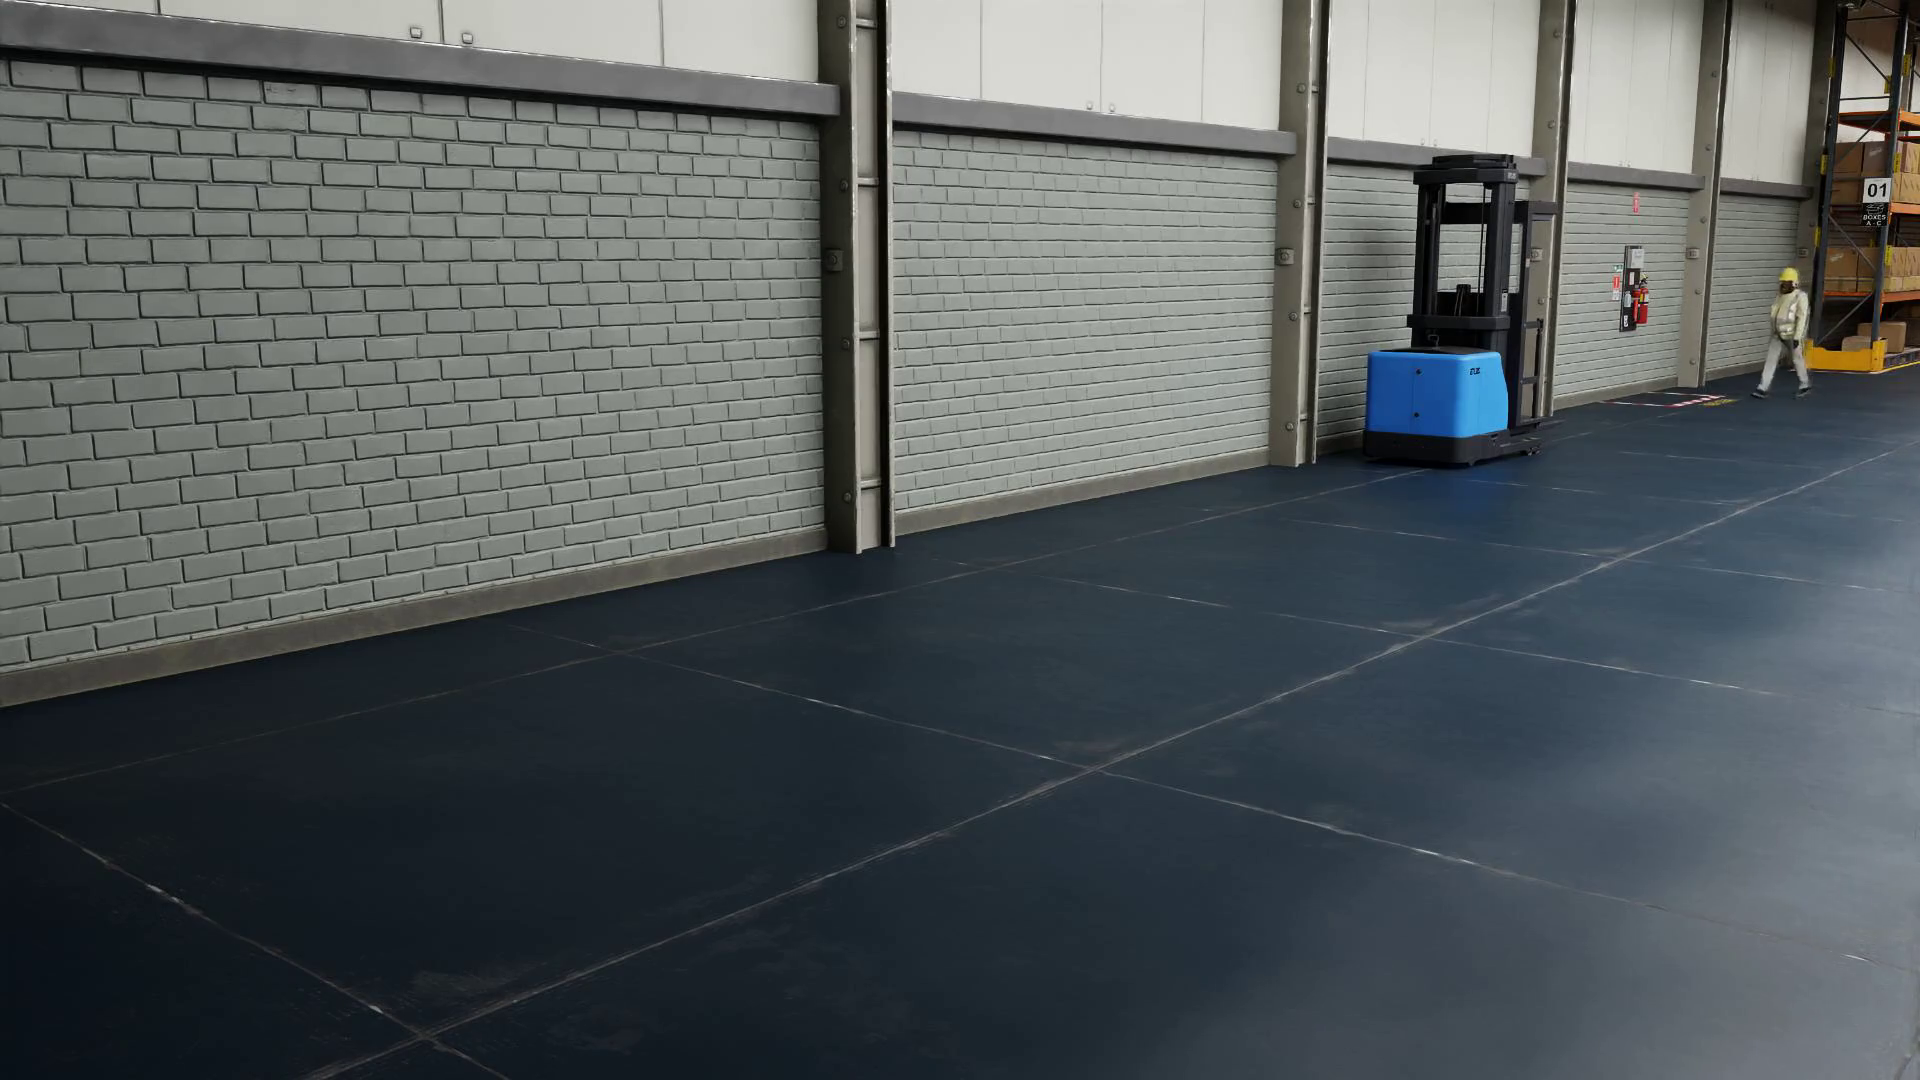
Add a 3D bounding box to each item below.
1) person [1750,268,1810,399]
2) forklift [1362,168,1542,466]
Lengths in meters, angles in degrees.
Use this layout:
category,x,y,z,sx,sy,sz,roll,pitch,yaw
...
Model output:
category,x,y,z,sx,sy,sz,roll,pitch,yaw
person,11.396,-2.839,22.878,0.979,1.782,0.601,-4,11,-21
forklift,4.875,-2.212,16.287,1.129,2.768,1.873,8,13,40
